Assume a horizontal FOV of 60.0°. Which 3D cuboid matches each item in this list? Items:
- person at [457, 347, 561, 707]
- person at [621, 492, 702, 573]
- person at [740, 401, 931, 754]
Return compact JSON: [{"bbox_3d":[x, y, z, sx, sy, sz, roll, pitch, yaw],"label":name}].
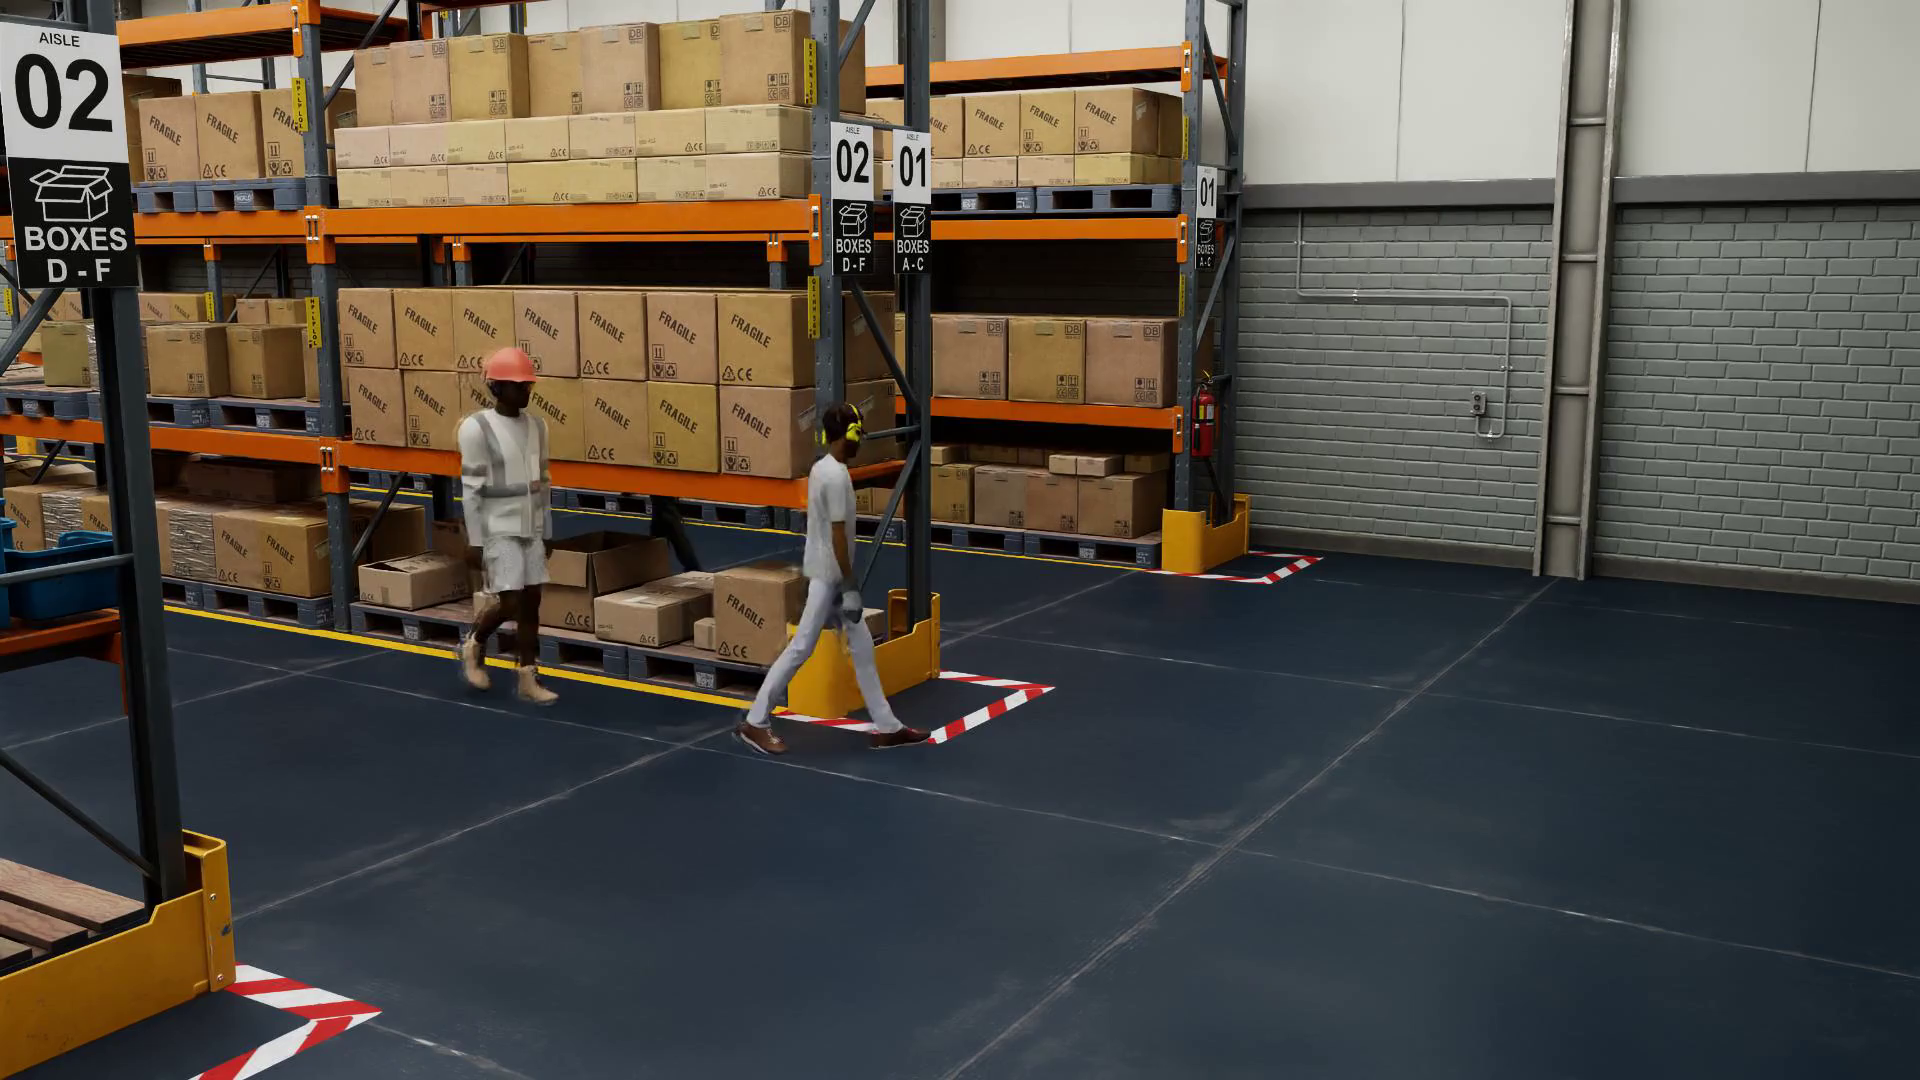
[{"bbox_3d":[-2.543,-0.069,9.363,0.551,2.033,0.624,6,11,31],"label":"person"},{"bbox_3d":[-2.242,-0.534,12.590,1.012,1.874,0.610,8,13,41],"label":"person"},{"bbox_3d":[-0.676,0.204,8.484,0.997,1.805,0.605,-1,10,-4],"label":"person"}]
